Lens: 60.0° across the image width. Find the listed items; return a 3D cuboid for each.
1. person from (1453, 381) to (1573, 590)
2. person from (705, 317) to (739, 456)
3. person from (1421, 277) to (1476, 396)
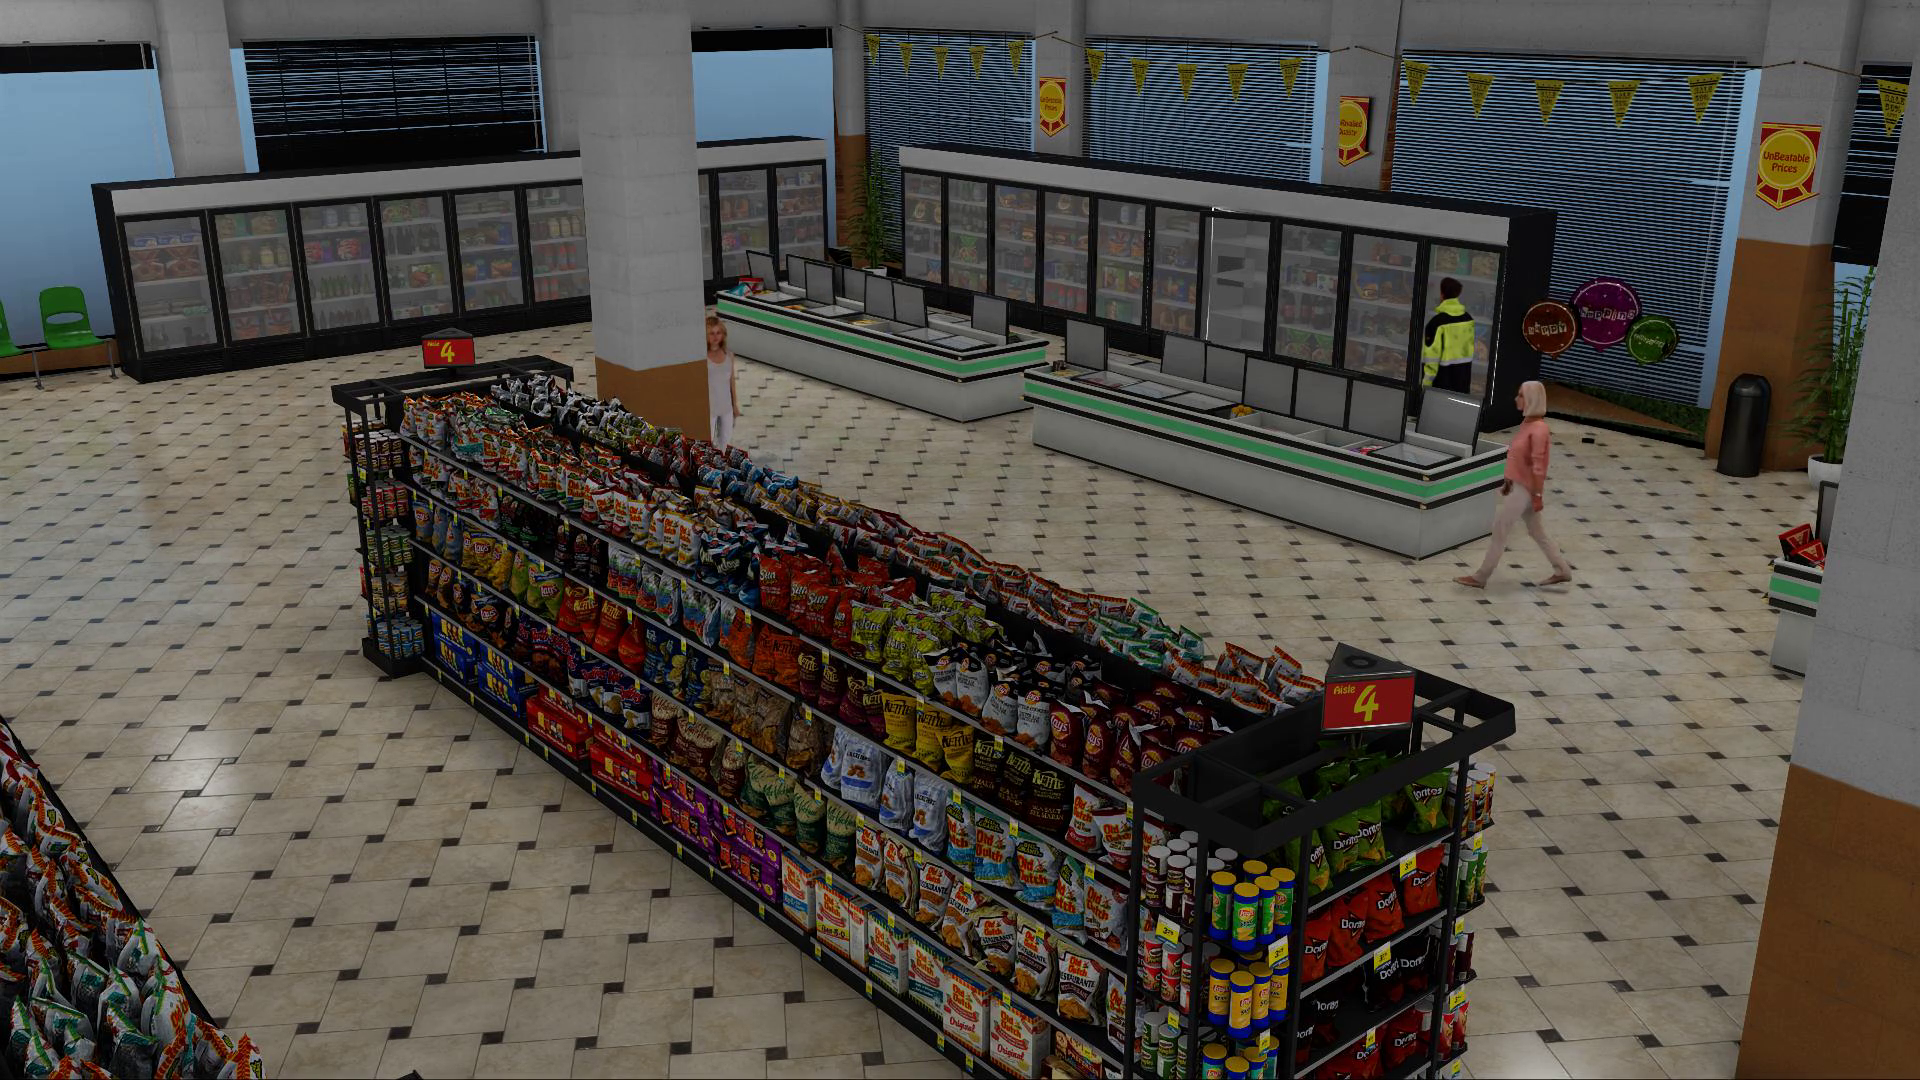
[{"bbox_3d":[4.509,-0.380,12.986,1.192,1.674,1.115,2,19,6],"label":"person"},{"bbox_3d":[-2.301,-1.280,15.664,0.632,1.670,0.582,-11,22,-30],"label":"person"},{"bbox_3d":[4.644,-1.526,15.907,0.793,1.979,0.671,-12,22,-32],"label":"person"}]
